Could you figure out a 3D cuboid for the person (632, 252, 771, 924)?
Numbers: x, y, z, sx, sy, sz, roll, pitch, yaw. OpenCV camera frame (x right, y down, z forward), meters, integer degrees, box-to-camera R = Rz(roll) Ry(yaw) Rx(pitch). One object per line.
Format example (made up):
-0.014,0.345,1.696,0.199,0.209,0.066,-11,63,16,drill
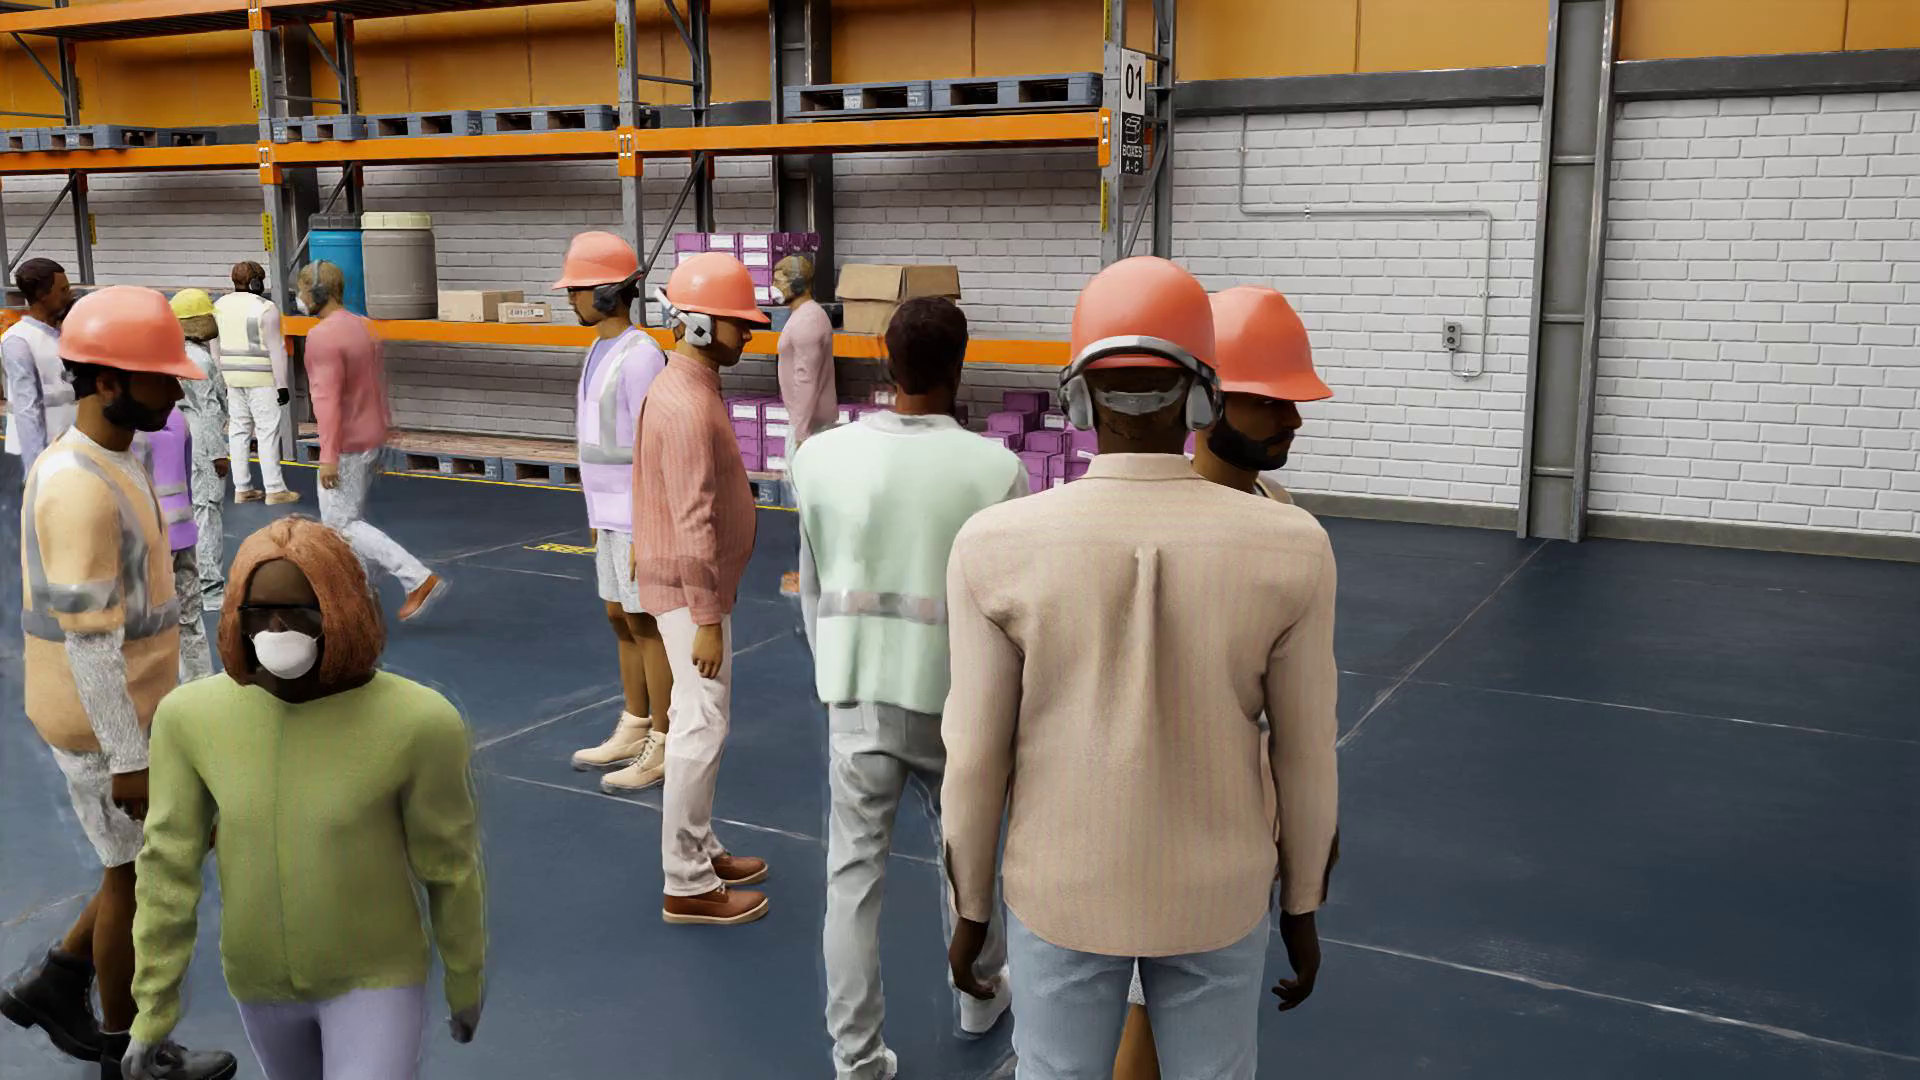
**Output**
-0.749,0.155,4.904,0.411,1.980,0.625,-2,11,-11,person

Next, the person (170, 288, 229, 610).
-4.126,-0.491,9.077,0.484,1.746,0.291,10,14,43,person

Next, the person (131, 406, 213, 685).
-3.151,0.037,6.499,0.316,1.629,0.509,1,10,7,person

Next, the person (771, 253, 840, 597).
-0.868,-0.643,9.414,0.369,1.931,0.637,0,10,-2,person

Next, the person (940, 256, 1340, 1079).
0.280,0.557,2.649,0.622,1.990,0.397,0,10,0,person

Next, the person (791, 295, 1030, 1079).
-0.100,0.364,4.031,0.614,1.881,0.893,3,11,15,person

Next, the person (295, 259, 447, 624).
-3.014,-0.458,8.435,0.621,1.916,0.655,-1,10,-6,person

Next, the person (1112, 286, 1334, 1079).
0.483,0.508,3.072,0.376,1.935,0.550,8,13,36,person

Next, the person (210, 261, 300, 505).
-5.357,-1.189,12.637,0.629,1.842,0.429,3,11,18,person

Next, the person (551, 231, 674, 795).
-1.247,-0.091,6.074,0.395,2.040,0.609,-5,12,-27,person

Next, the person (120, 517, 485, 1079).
-1.054,0.742,2.743,0.505,1.587,0.848,1,10,3,person

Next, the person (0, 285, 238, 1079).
-1.922,0.384,3.804,0.498,1.916,0.587,-4,11,-19,person

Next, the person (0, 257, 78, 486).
-4.483,-0.414,8.224,0.387,1.928,0.611,-1,10,-8,person
